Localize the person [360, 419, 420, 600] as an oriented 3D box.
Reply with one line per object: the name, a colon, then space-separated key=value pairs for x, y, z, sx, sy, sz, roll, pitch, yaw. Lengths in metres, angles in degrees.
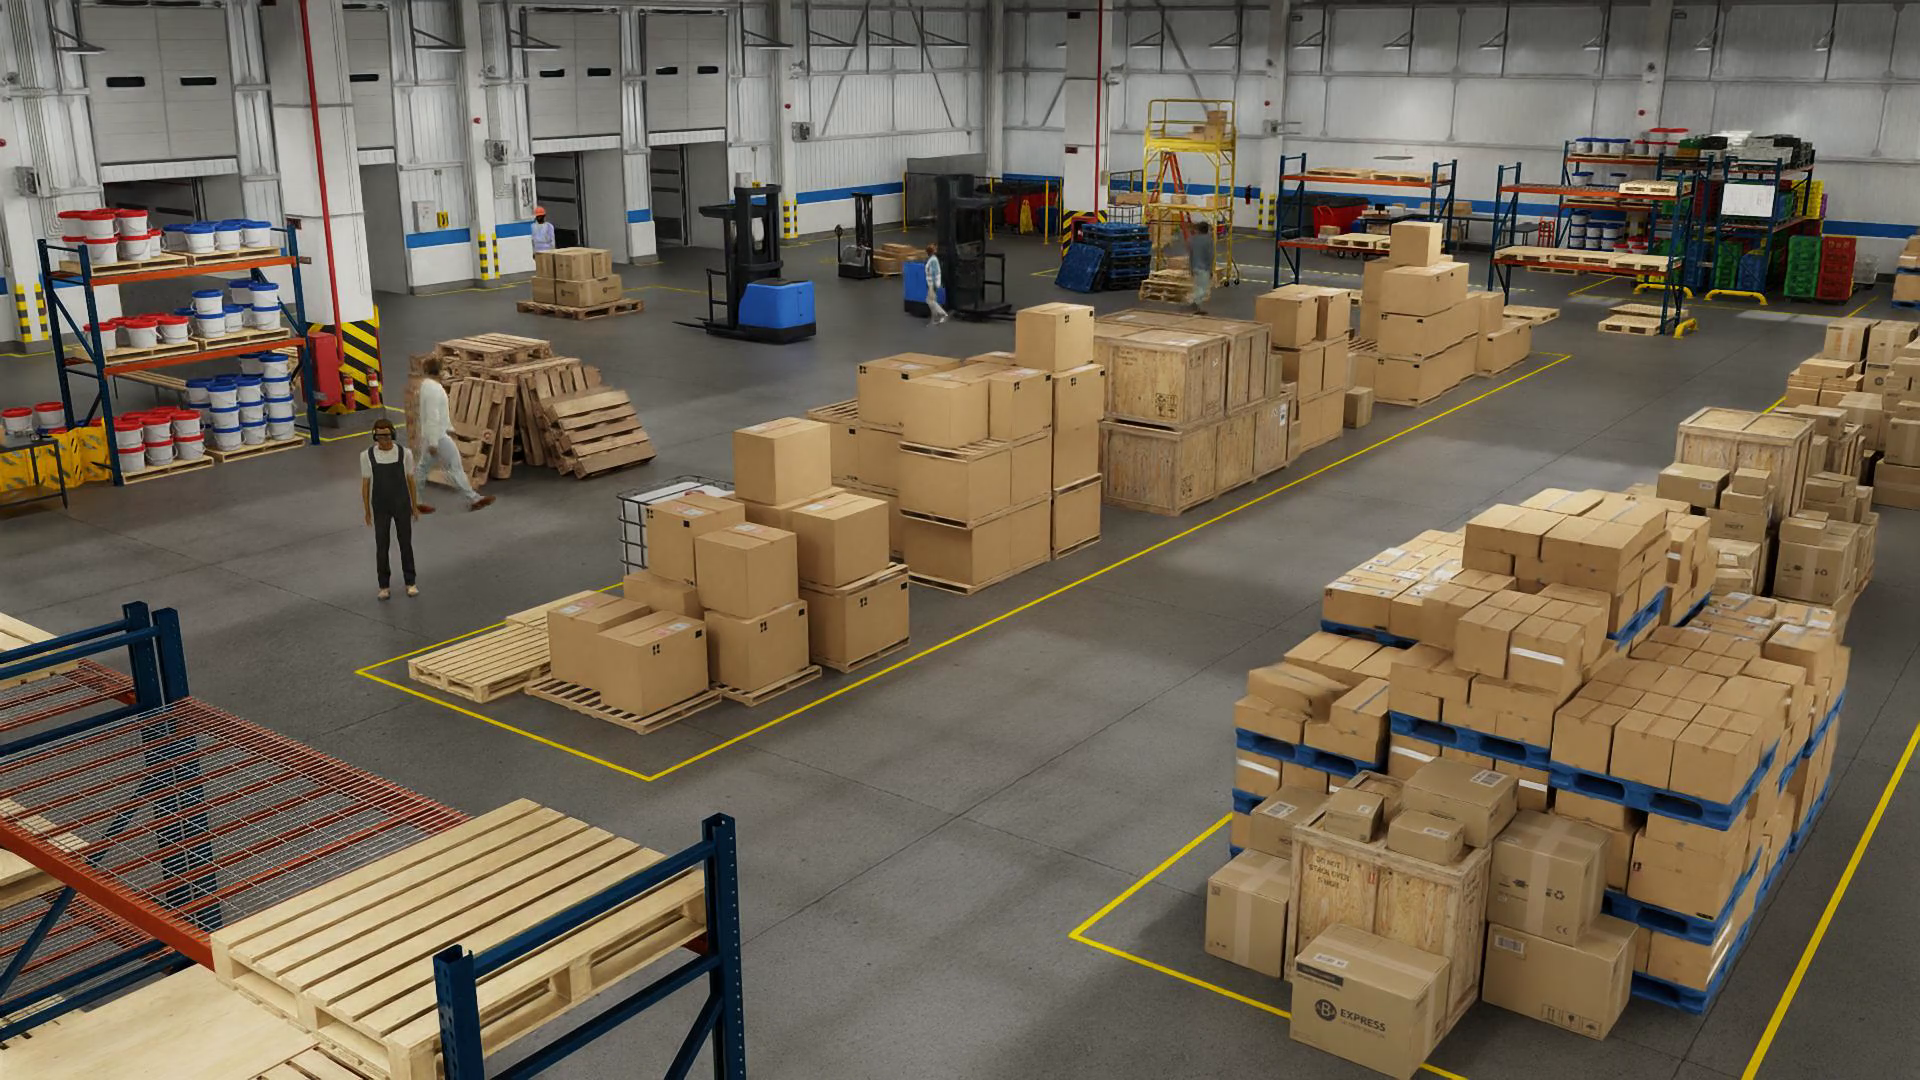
person: x=-5.667 y=-0.314 z=16.577 sx=0.516 sy=1.843 sz=0.327 roll=-7 pitch=18 yaw=-21

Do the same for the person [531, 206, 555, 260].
person: x=-9.050 y=-6.259 z=36.102 sx=0.543 sy=1.939 sz=0.370 roll=5 pitch=18 yaw=16

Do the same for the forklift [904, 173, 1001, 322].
forklift: x=-0.104 y=-5.897 z=33.301 sx=1.873 sy=2.768 sz=1.129 roll=11 pitch=20 yaw=32

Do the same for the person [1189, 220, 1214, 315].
person: x=4.863 y=-5.454 z=33.460 sx=0.459 sy=1.923 sz=0.651 roll=-11 pitch=20 yaw=-33

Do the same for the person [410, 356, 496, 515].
person: x=-6.071 y=-1.223 z=19.520 sx=1.016 sy=1.887 sz=0.646 roll=-7 pitch=18 yaw=-23

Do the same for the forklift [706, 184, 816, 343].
forklift: x=-3.714 y=-5.181 z=30.930 sx=1.873 sy=2.768 sz=1.129 roll=12 pitch=21 yaw=35

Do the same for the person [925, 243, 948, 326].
person: x=-0.511 y=-4.963 z=32.363 sx=0.397 sy=1.623 sz=0.523 roll=-2 pitch=17 yaw=-8

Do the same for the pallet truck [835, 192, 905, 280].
pallet truck: x=-1.936 y=-7.159 z=38.982 sx=1.885 sy=1.965 sz=0.823 roll=-12 pitch=21 yaw=-34
